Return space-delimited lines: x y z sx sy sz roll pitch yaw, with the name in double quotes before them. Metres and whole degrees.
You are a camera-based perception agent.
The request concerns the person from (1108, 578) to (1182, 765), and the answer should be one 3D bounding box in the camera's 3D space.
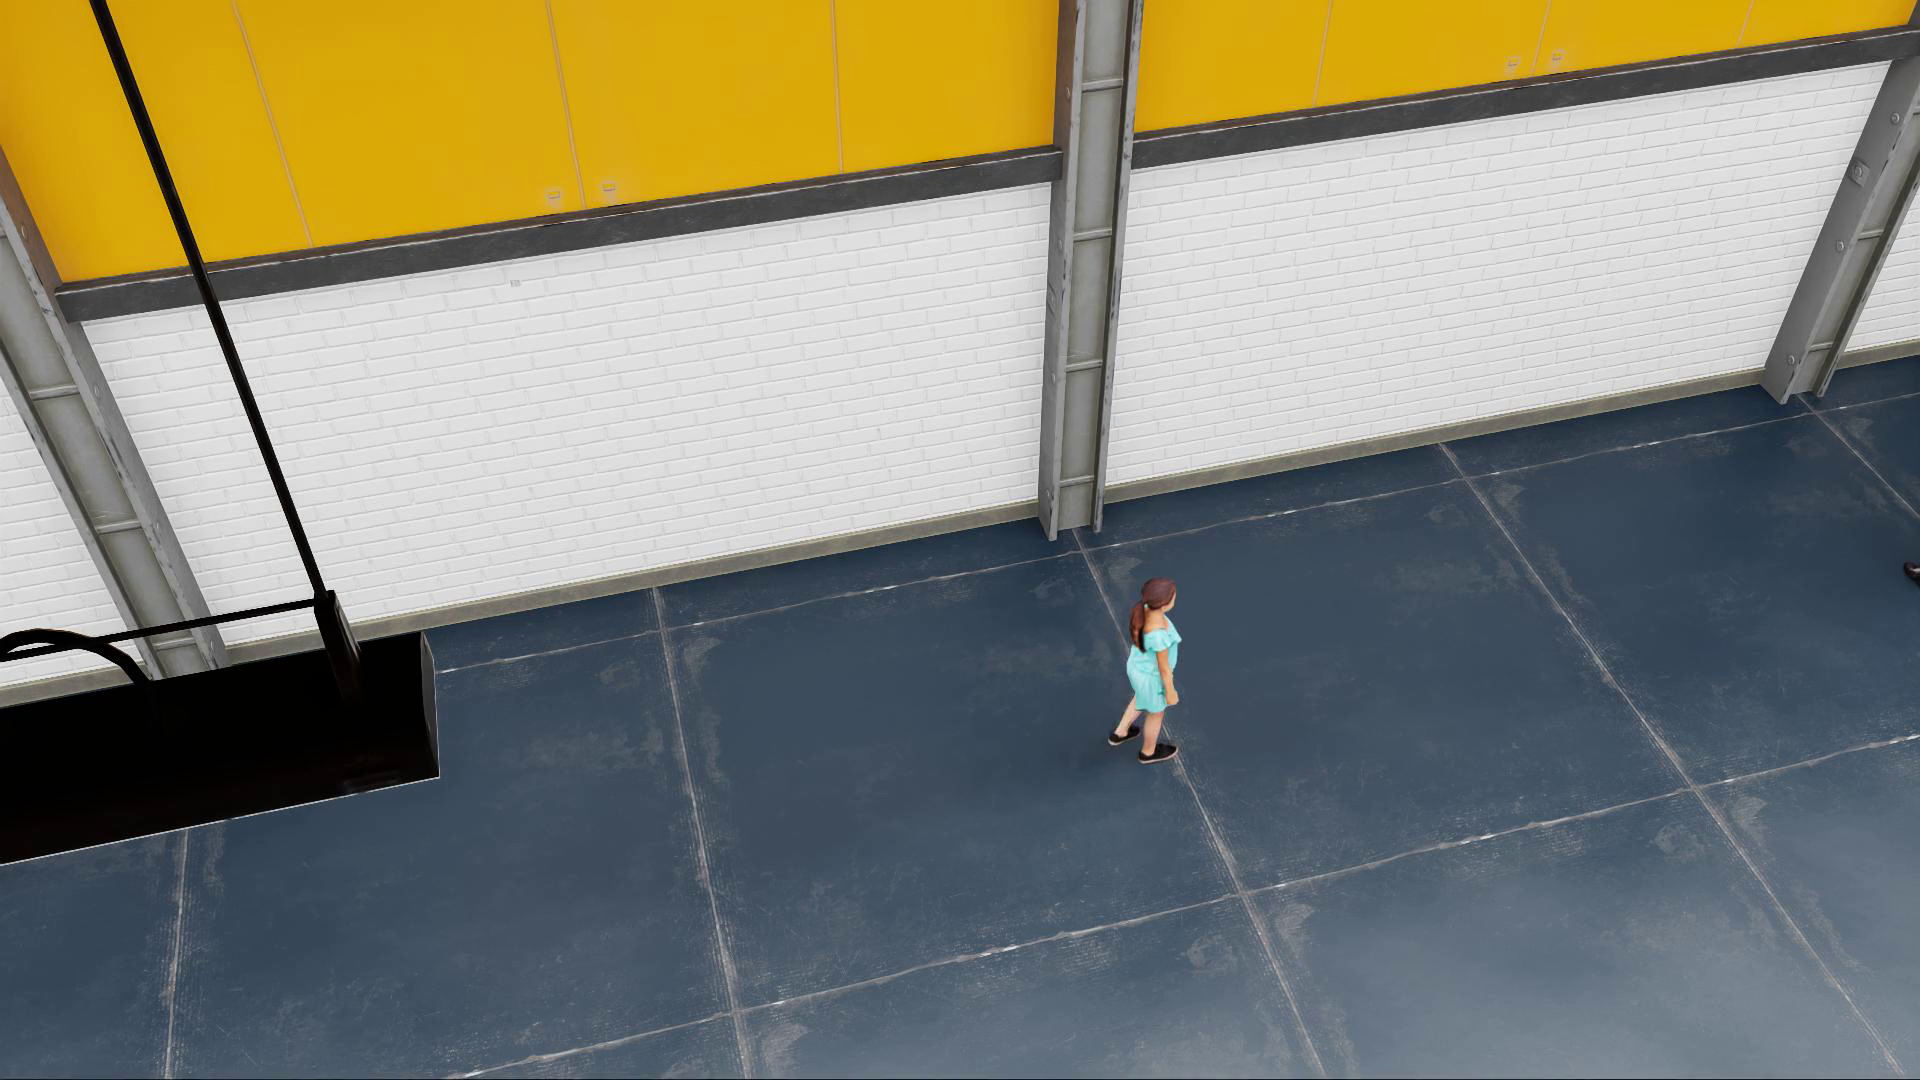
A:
"person" 1.099 0.804 9.947 0.630 1.556 0.542 -11 45 -11
